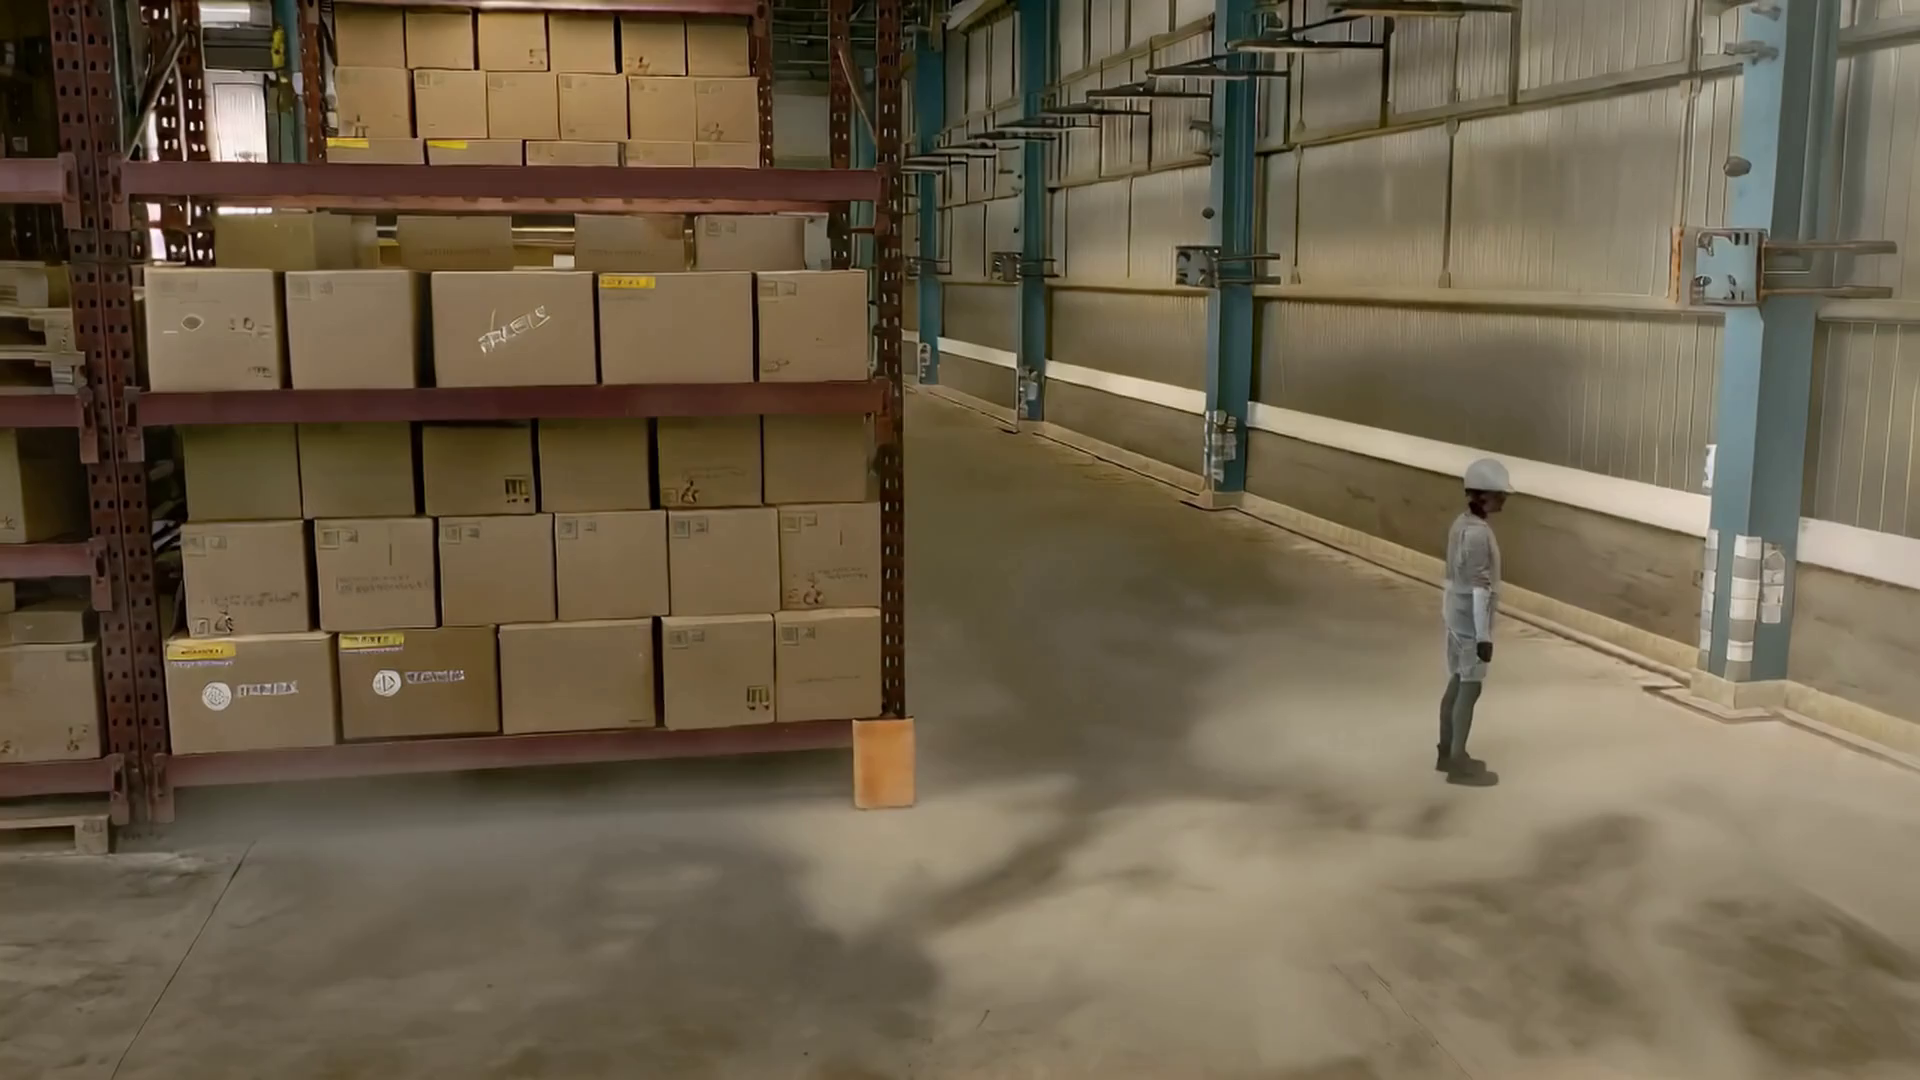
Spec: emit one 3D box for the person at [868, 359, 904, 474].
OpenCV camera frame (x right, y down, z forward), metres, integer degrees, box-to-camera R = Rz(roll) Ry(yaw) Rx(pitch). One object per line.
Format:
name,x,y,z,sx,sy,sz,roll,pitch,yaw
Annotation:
person,-1.110,-1.847,24.359,0.601,1.797,0.758,2,10,11

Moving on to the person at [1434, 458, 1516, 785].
person,3.038,0.479,9.794,0.385,1.930,0.540,1,9,5
